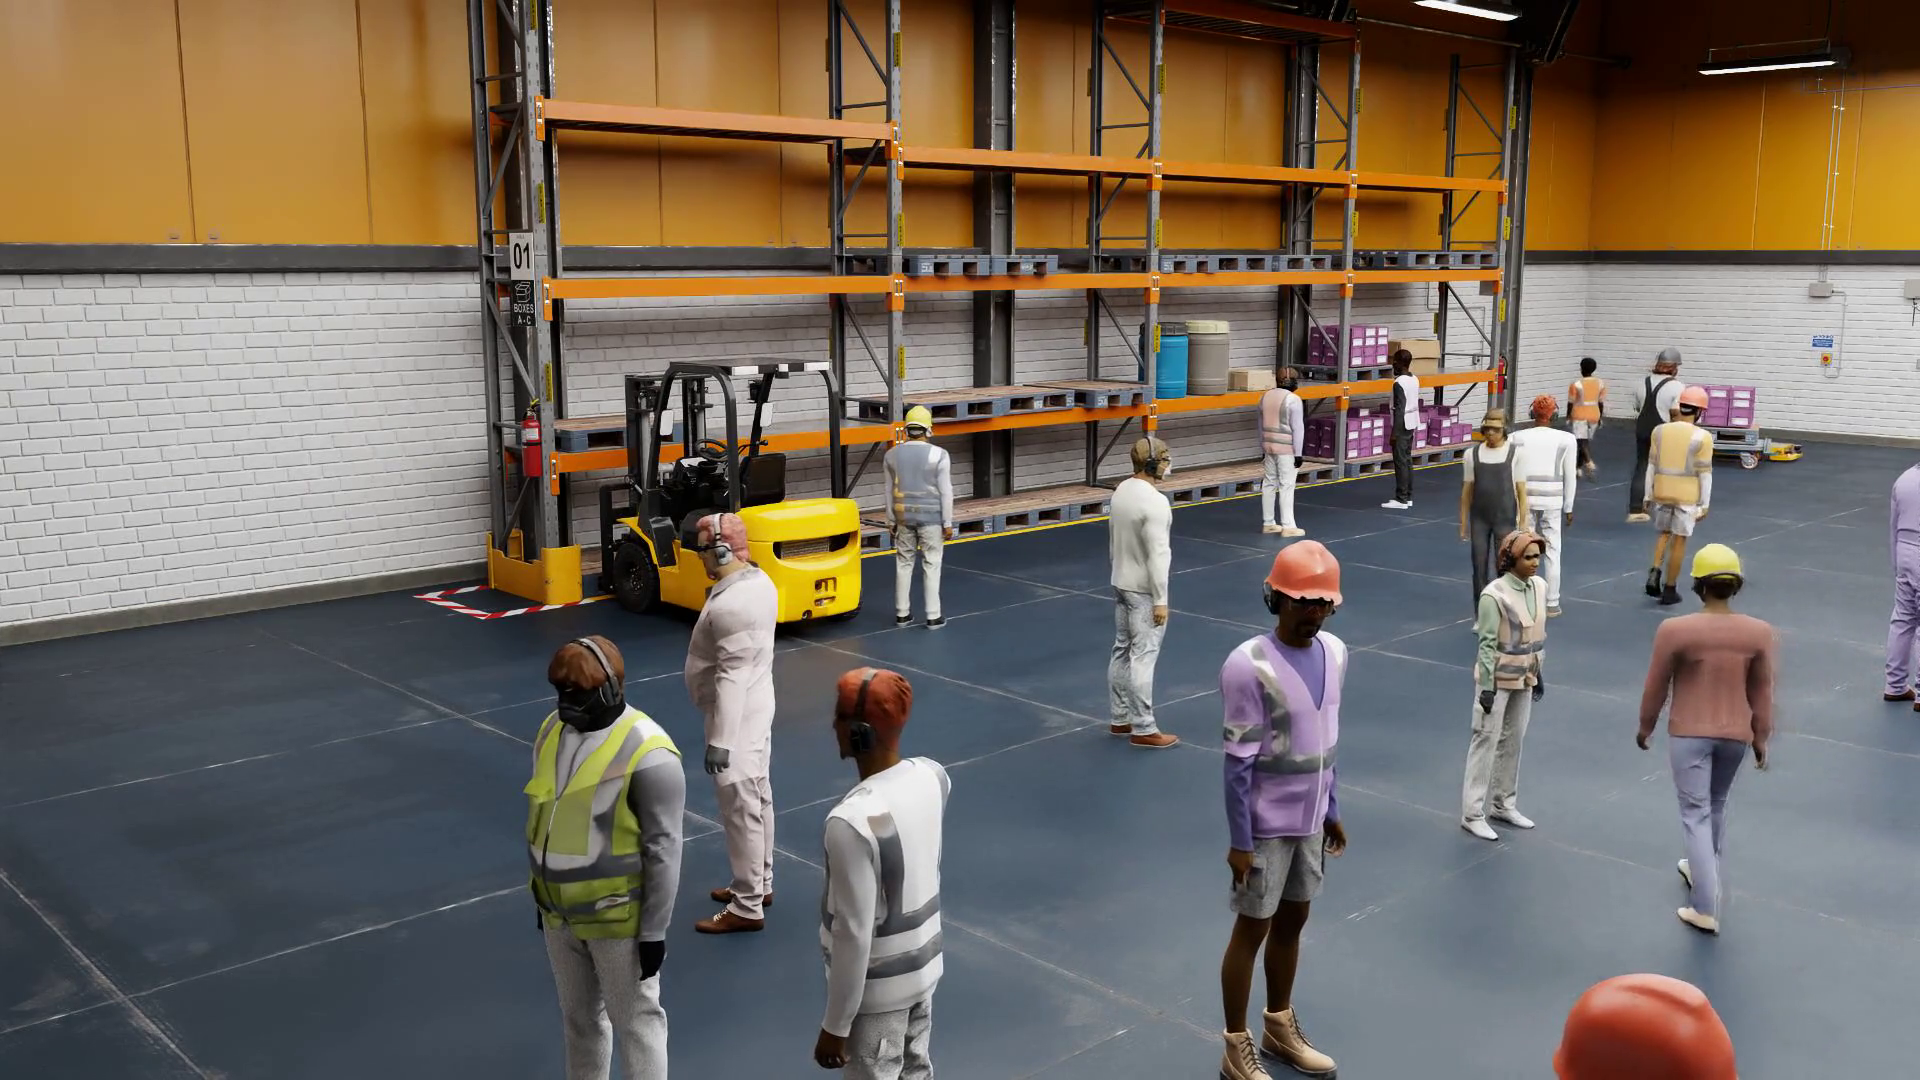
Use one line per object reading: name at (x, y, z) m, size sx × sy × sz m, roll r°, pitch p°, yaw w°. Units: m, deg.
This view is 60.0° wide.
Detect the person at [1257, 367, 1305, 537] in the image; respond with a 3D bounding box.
person at (3.511, -0.961, 18.100) m, size 0.430 × 1.841 × 0.624 m, roll -6°, pitch 11°, yaw -31°

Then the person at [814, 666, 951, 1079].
person at (-0.236, 1.284, 4.823) m, size 0.356 × 1.884 × 0.574 m, roll 4°, pitch 11°, yaw 24°

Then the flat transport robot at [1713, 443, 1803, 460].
flat transport robot at (11.848, -1.367, 25.056) m, size 1.431 × 0.197 × 0.652 m, roll 8°, pitch 12°, yaw 38°

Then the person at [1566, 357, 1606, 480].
person at (8.535, -1.650, 22.628) m, size 0.537 × 1.673 × 0.758 m, roll -2°, pitch 10°, yaw -11°

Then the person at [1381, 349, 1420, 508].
person at (5.347, -1.339, 20.074) m, size 0.376 × 1.917 × 0.599 m, roll 6°, pitch 11°, yaw 31°

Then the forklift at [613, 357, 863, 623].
forklift at (-1.847, -0.414, 13.852) m, size 1.214 × 2.155 × 2.313 m, roll -9°, pitch 13°, yaw -42°

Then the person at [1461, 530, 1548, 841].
person at (2.869, 0.749, 8.706) m, size 0.520 × 1.631 × 0.325 m, roll -7°, pitch 12°, yaw -35°

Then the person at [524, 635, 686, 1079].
person at (-1.175, 1.209, 5.404) m, size 0.622 × 1.838 × 0.429 m, roll 7°, pitch 12°, yaw 36°

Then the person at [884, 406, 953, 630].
person at (-0.325, -0.181, 13.583) m, size 0.592 × 1.823 × 0.404 m, roll 4°, pitch 11°, yaw 23°

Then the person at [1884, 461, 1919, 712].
person at (6.508, 0.194, 11.133) m, size 0.399 × 1.909 × 0.642 m, roll -1°, pitch 10°, yaw -5°

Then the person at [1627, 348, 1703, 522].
person at (8.079, -1.210, 18.965) m, size 0.901 × 2.000 × 0.699 m, roll -5°, pitch 11°, yaw -25°

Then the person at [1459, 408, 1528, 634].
person at (4.302, -0.157, 13.412) m, size 0.542 × 1.830 × 0.476 m, roll 5°, pitch 11°, yaw 29°

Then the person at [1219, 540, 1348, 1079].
person at (1.196, 1.002, 6.017) m, size 0.609 × 2.040 × 0.394 m, roll -8°, pitch 13°, yaw -39°

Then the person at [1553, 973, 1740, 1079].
person at (1.046, 1.618, 2.710) m, size 0.375 × 1.935 × 0.550 m, roll 5°, pitch 11°, yaw 27°

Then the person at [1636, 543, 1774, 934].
person at (3.404, 0.872, 7.696) m, size 0.533 × 1.731 × 0.839 m, roll 0°, pitch 10°, yaw -1°

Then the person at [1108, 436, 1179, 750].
person at (1.124, 0.320, 10.307) m, size 0.372 × 1.939 × 0.629 m, roll -3°, pitch 10°, yaw -19°

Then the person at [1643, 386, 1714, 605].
person at (6.261, -0.380, 14.467) m, size 0.414 × 1.914 × 0.567 m, roll -8°, pitch 13°, yaw -40°

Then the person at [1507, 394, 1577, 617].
person at (4.875, -0.286, 14.020) m, size 0.574 × 1.882 × 0.358 m, roll 3°, pitch 10°, yaw 19°

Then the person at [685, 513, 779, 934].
person at (-1.034, 0.817, 7.509) m, size 0.406 × 1.903 × 0.639 m, roll 1°, pitch 10°, yaw 5°
